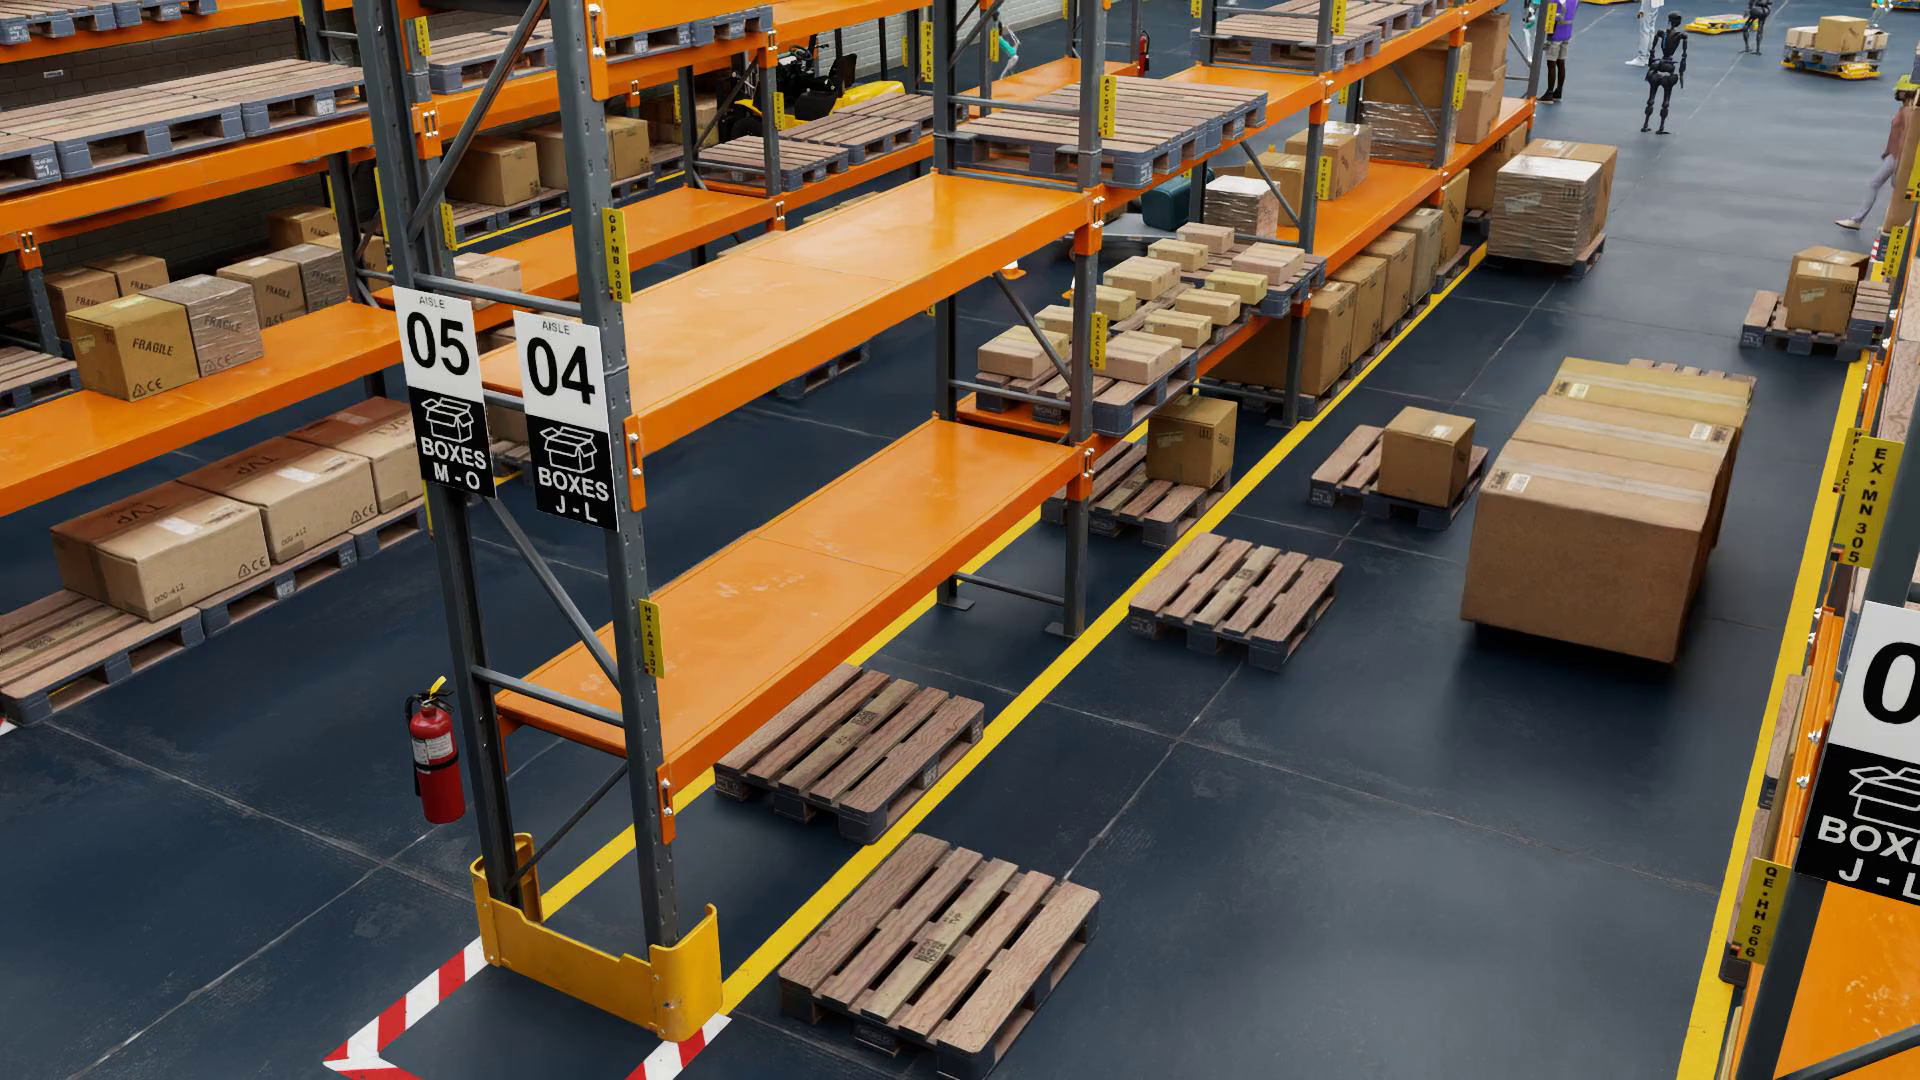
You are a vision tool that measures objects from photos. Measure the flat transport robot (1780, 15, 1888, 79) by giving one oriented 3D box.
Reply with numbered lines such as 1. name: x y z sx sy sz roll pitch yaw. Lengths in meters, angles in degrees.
1. flat transport robot: 14.619 -7.960 27.883 0.659 0.231 1.431 -11 28 -22

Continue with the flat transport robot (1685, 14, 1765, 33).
1. flat transport robot: 14.694 -9.905 31.923 1.431 0.231 0.659 -13 28 -24

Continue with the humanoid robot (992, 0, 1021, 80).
1. humanoid robot: 0.767 -8.107 26.602 0.796 1.865 0.539 -1 26 -3

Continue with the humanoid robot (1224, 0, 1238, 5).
1. humanoid robot: 5.739 -11.986 34.436 0.724 1.692 0.530 0 26 0

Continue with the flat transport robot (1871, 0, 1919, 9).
1. flat transport robot: 19.714 -11.120 34.449 1.431 0.231 0.659 14 29 27

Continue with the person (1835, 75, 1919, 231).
1. person: 10.352 -4.309 18.601 0.804 1.734 0.557 14 29 27

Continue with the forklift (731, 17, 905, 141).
1. forklift: -1.819 -5.975 21.543 2.313 2.155 1.214 14 29 26

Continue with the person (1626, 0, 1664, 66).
1. person: 11.720 -9.054 28.256 0.392 1.919 0.592 21 33 37

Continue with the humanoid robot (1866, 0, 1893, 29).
1. humanoid robot: 17.353 -10.482 31.276 0.533 1.677 0.735 -5 26 -11

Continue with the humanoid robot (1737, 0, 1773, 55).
1. humanoid robot: 14.032 -9.378 29.203 0.602 1.644 0.391 -17 30 -31

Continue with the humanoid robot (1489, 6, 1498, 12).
1. humanoid robot: 8.750 -8.533 27.447 0.389 1.654 0.596 18 31 33

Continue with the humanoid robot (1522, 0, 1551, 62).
1. humanoid robot: 9.706 -8.782 27.921 0.550 1.736 1.066 5 26 10

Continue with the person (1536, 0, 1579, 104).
1. person: 9.092 -7.655 25.294 0.609 1.964 0.365 -20 32 -35

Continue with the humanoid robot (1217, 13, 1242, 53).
1. humanoid robot: 3.823 -6.640 23.519 0.612 1.638 0.487 16 30 29

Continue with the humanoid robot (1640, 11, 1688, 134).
1. humanoid robot: 9.898 -6.578 23.372 0.315 1.655 0.599 -17 31 -31

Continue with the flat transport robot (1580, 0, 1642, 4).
1. flat transport robot: 13.925 -11.588 35.420 1.431 0.231 0.659 -12 28 -24
